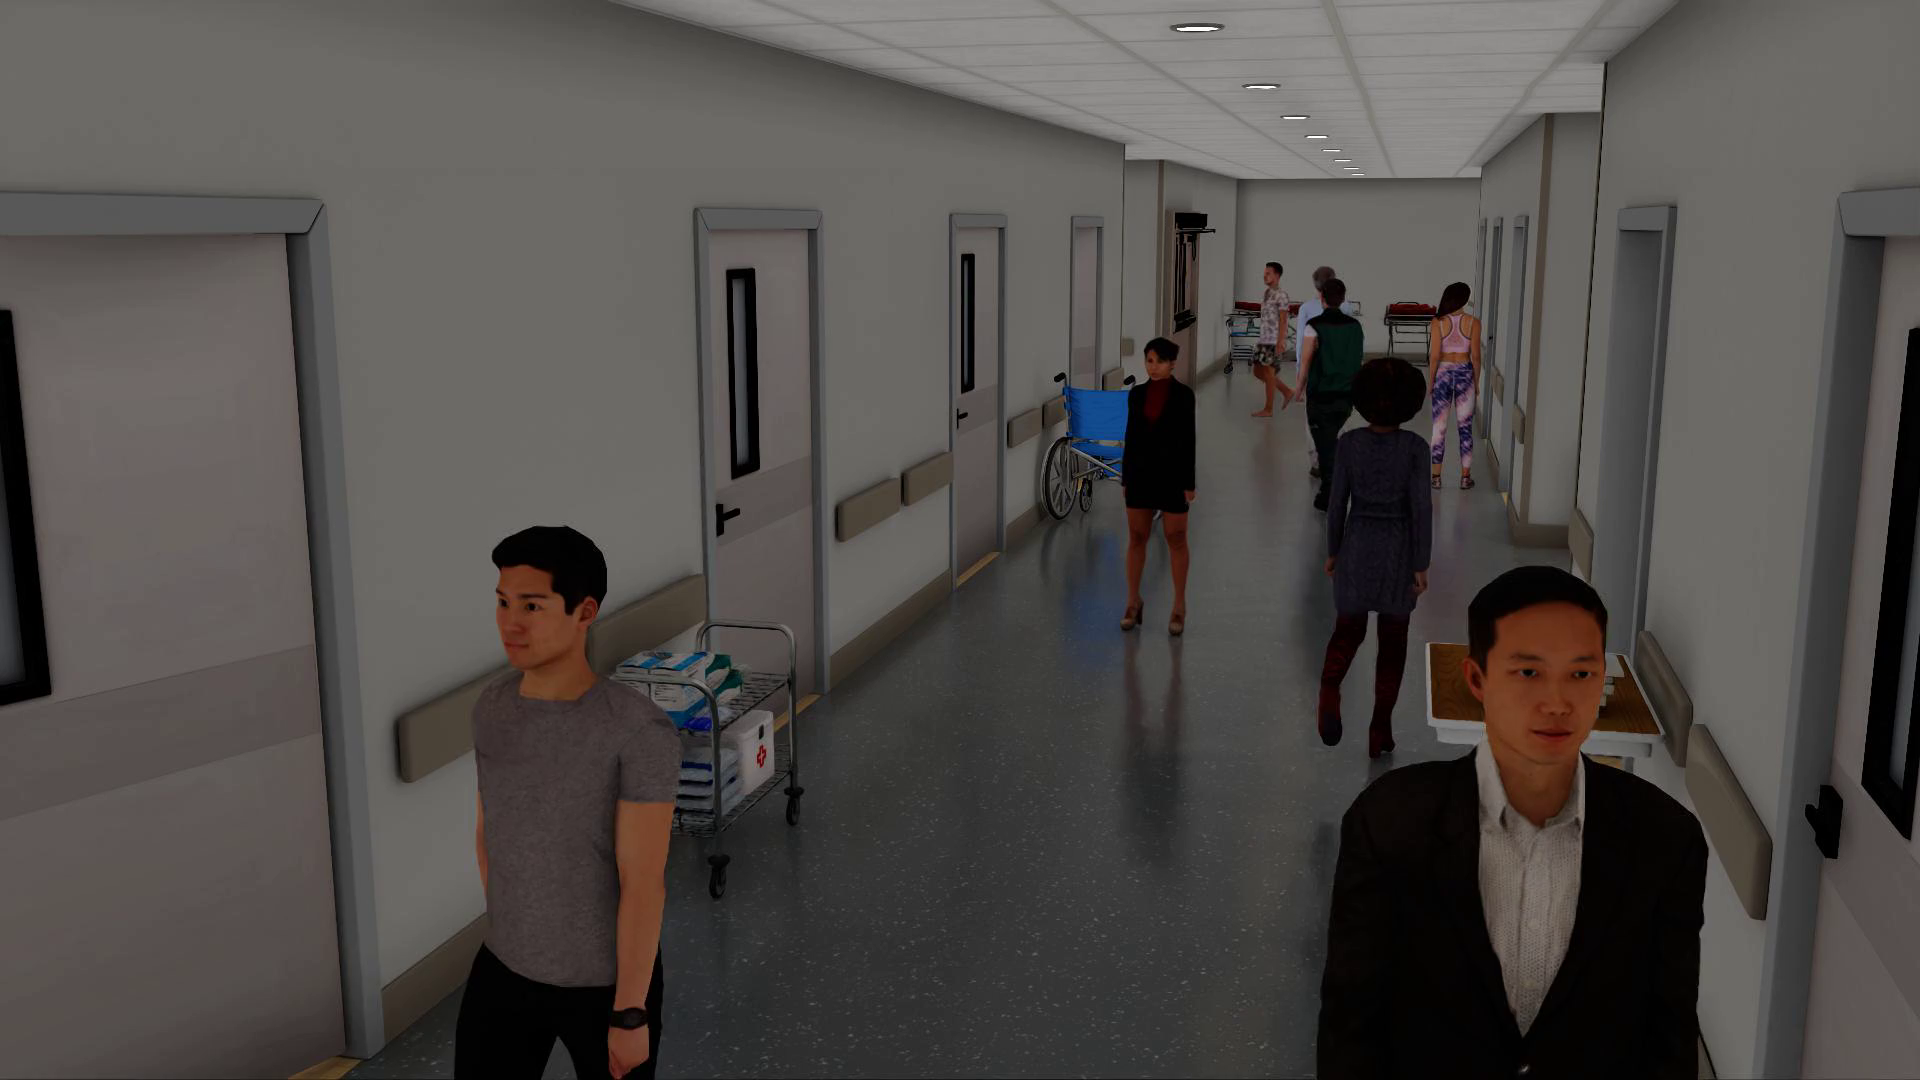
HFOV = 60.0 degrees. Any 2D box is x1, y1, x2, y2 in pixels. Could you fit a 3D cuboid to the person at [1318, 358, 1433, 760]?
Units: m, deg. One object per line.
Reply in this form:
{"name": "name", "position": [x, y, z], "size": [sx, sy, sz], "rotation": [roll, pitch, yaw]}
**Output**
{"name": "person", "position": [1.699, 0.116, 6.855], "size": [0.740, 1.697, 0.983], "rotation": [6, 12, 30]}

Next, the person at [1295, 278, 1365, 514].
{"name": "person", "position": [2.919, -1.107, 12.953], "size": [0.808, 1.823, 0.868], "rotation": [-4, 11, -21]}

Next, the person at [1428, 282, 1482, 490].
{"name": "person", "position": [4.248, -1.334, 14.315], "size": [0.594, 1.765, 0.515], "rotation": [2, 11, 13]}

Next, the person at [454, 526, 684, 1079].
{"name": "person", "position": [-0.704, 0.796, 3.245], "size": [0.699, 1.707, 0.837], "rotation": [5, 12, 24]}

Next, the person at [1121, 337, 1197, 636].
{"name": "person", "position": [1.094, -0.300, 9.206], "size": [0.623, 1.639, 0.642], "rotation": [4, 12, 22]}

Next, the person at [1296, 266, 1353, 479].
{"name": "person", "position": [3.252, -1.469, 14.725], "size": [0.751, 1.878, 0.842], "rotation": [1, 11, 5]}

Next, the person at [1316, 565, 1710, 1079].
{"name": "person", "position": [0.776, 0.901, 2.474], "size": [0.672, 1.788, 0.631], "rotation": [2, 11, 12]}

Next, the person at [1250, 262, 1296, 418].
{"name": "person", "position": [3.734, -2.343, 19.538], "size": [0.954, 1.801, 0.928], "rotation": [-3, 11, -14]}
